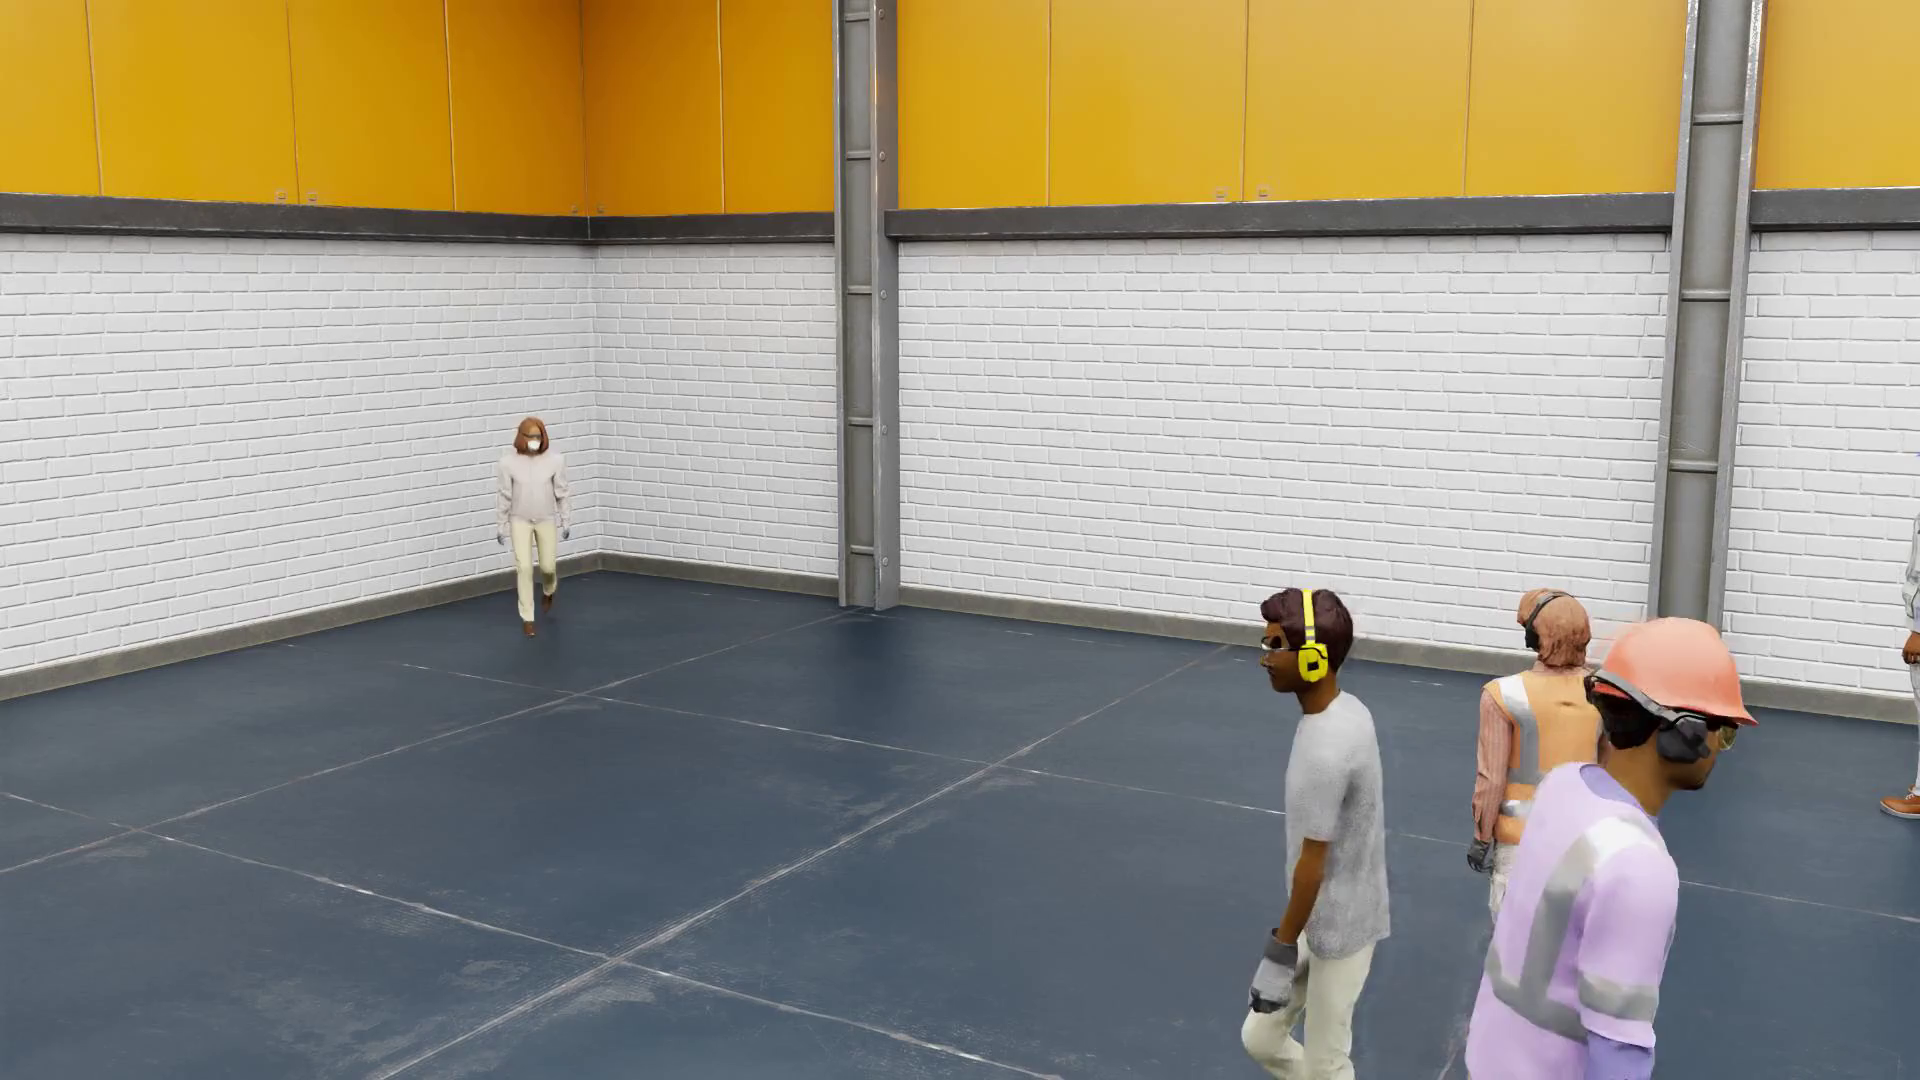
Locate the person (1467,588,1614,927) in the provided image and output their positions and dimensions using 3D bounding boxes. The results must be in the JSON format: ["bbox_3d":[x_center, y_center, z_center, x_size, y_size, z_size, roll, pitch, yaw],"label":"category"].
[{"bbox_3d":[1.903,0.969,5.412,0.515,1.645,0.309,-2,9,-11],"label":"person"}]

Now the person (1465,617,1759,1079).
[{"bbox_3d":[1.271,1.130,3.379,1.098,1.956,0.709,2,9,9],"label":"person"}]

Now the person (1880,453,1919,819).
[{"bbox_3d":[4.762,0.394,8.057,0.615,1.943,0.399,-7,11,-36],"label":"person"}]

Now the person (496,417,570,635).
[{"bbox_3d":[-3.179,-0.131,12.382,0.533,1.611,0.593,-3,10,-18],"label":"person"}]

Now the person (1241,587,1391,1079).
[{"bbox_3d":[0.931,1.034,4.377,0.409,1.848,0.505,1,9,8],"label":"person"}]
